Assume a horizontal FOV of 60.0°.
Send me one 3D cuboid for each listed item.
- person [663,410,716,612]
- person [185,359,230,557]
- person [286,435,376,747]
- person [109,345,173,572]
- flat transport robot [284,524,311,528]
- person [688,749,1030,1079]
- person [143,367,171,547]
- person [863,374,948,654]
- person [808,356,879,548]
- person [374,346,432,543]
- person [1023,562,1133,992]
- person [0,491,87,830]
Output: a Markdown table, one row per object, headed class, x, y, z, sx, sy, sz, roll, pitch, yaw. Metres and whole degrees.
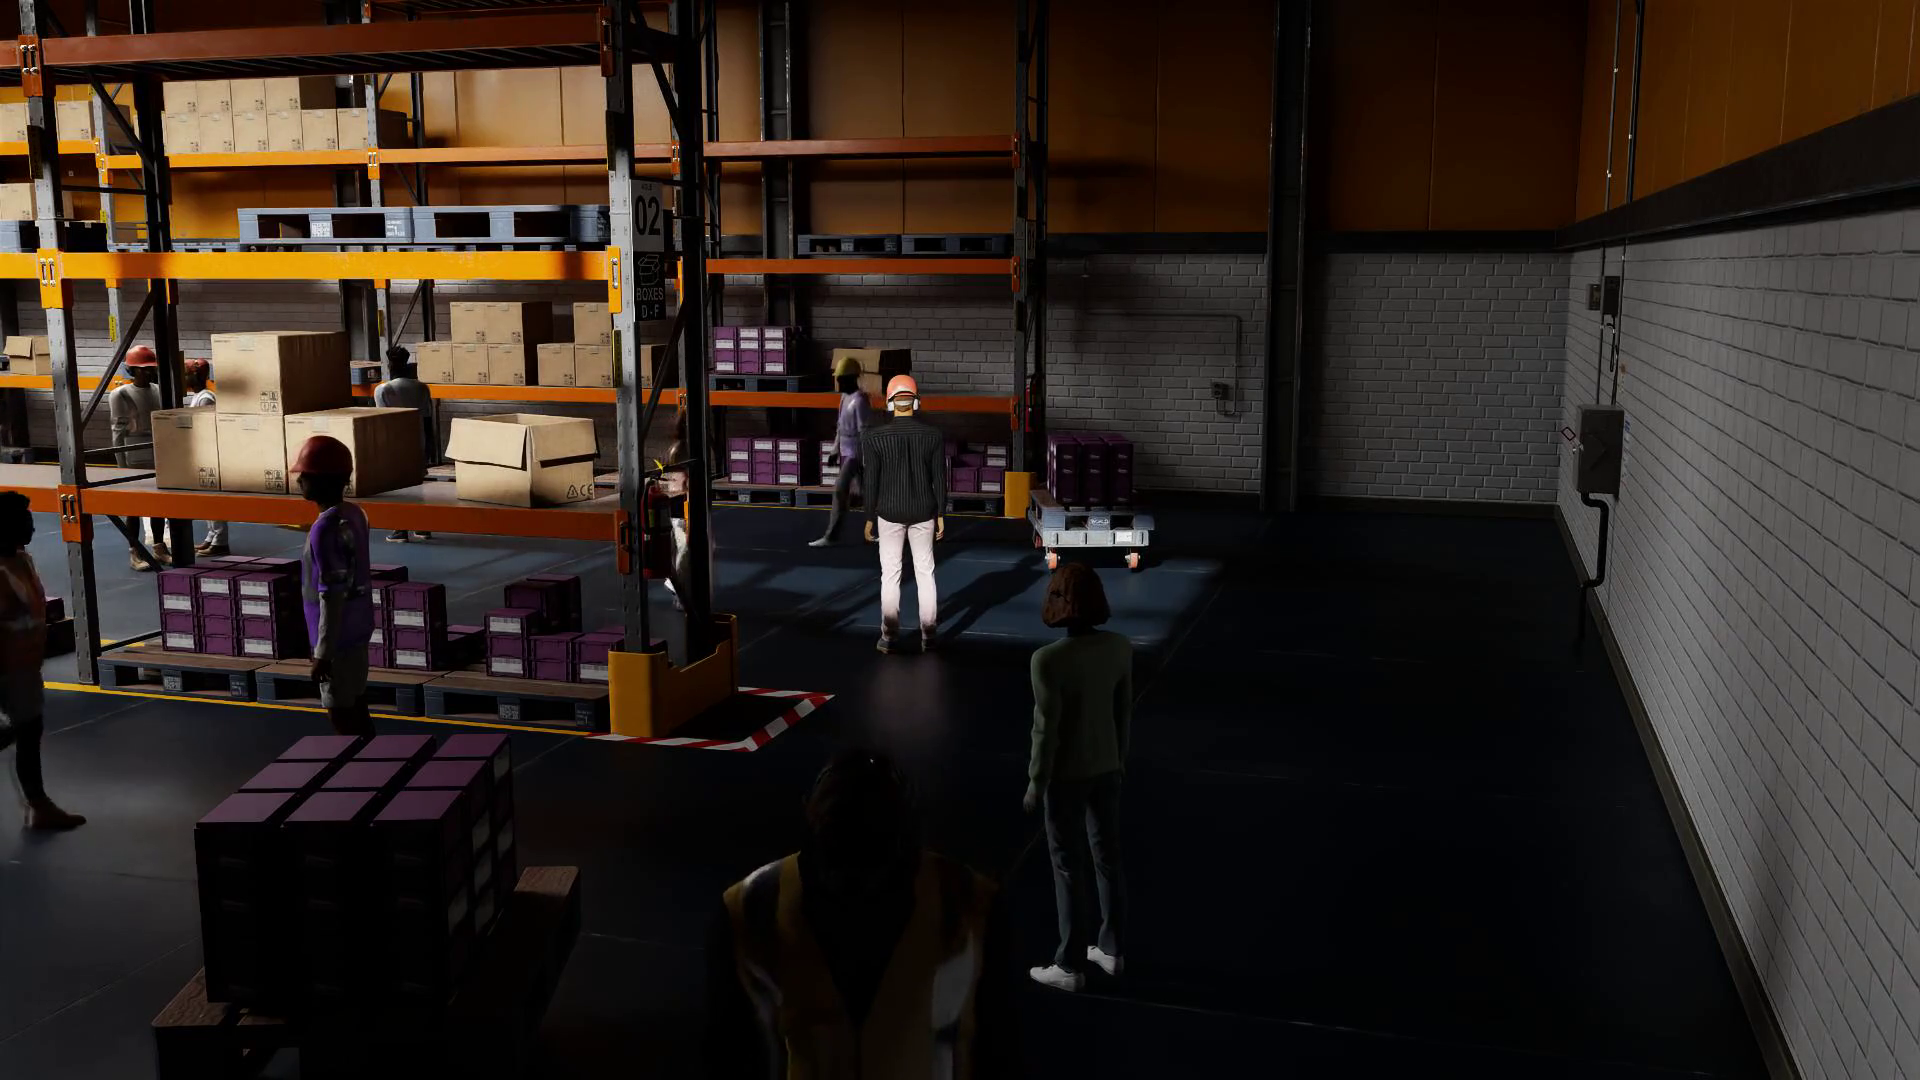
| class | x | y | z | sx | sy | sz | roll | pitch | yaw |
| --- | --- | --- | --- | --- | --- | --- | --- | --- | --- |
| person | -2.141 | -0.227 | 13.196 | 0.370 | 1.622 | 0.542 | 1 | 9 | 6 |
| person | -7.160 | -0.778 | 15.789 | 0.362 | 1.883 | 0.575 | -5 | 11 | -29 |
| person | -3.031 | 0.458 | 8.073 | 0.350 | 1.942 | 0.545 | -1 | 9 | -7 |
| person | -7.350 | -0.742 | 15.078 | 0.390 | 2.041 | 0.614 | 4 | 10 | 26 |
| flat transport robot | -6.587 | -0.324 | 17.919 | 0.652 | 0.197 | 1.431 | 8 | 13 | 42 |
| person | -0.202 | 1.308 | 3.283 | 0.687 | 1.805 | 0.791 | 0 | 9 | 1 |
| person | -7.890 | -0.845 | 16.326 | 0.429 | 1.844 | 0.626 | -8 | 12 | -41 |
| person | -0.388 | -0.177 | 11.810 | 0.608 | 1.986 | 0.389 | -2 | 9 | -10 |
| person | -1.000 | -0.874 | 16.394 | 0.983 | 1.883 | 0.600 | -3 | 10 | -15 |
| person | -5.560 | -0.956 | 16.618 | 0.362 | 1.963 | 0.614 | 8 | 12 | 39 |
| person | 0.452 | 0.897 | 6.335 | 0.504 | 1.632 | 0.269 | -8 | 12 | -39 |
| person | -4.665 | 0.596 | 8.046 | 0.625 | 1.682 | 0.538 | -2 | 10 | -14 |
